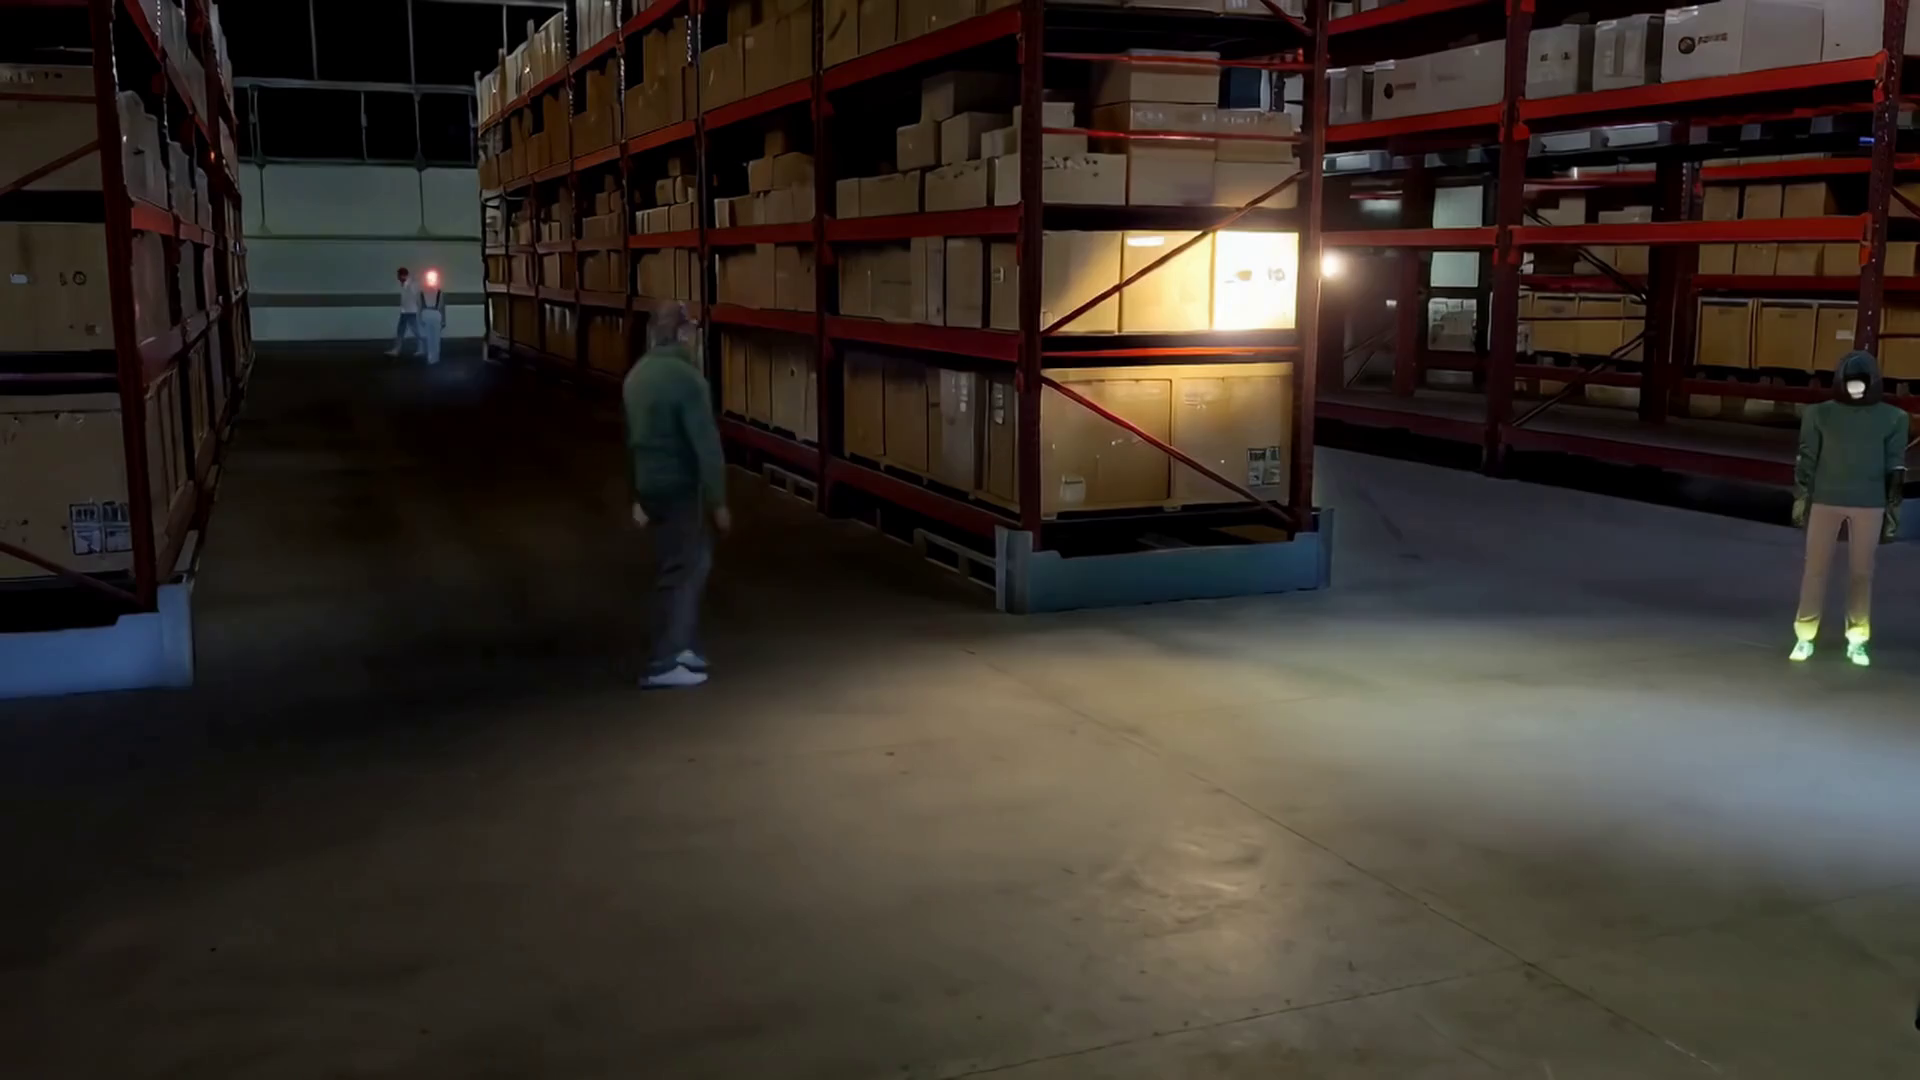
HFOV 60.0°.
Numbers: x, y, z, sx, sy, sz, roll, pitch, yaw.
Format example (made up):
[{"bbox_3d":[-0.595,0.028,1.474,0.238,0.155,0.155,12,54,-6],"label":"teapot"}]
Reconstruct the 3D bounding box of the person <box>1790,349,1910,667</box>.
[{"bbox_3d":[4.564,-0.162,8.557,0.507,1.632,0.268,4,10,25],"label":"person"}]

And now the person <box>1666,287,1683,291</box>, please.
[{"bbox_3d":[14.557,-4.567,33.860,0.378,1.996,0.610,-9,13,-42],"label":"person"}]

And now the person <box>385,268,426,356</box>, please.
[{"bbox_3d":[-12.260,-4.998,36.592,0.954,1.949,0.612,-6,11,-32],"label":"person"}]

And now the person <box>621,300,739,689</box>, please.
[{"bbox_3d":[-1.343,-0.216,8.134,0.562,1.886,0.657,-6,11,-31],"label":"person"}]

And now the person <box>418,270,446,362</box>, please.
[{"bbox_3d":[-10.916,-4.617,34.401,0.554,1.916,0.696,-3,10,-16],"label":"person"}]
